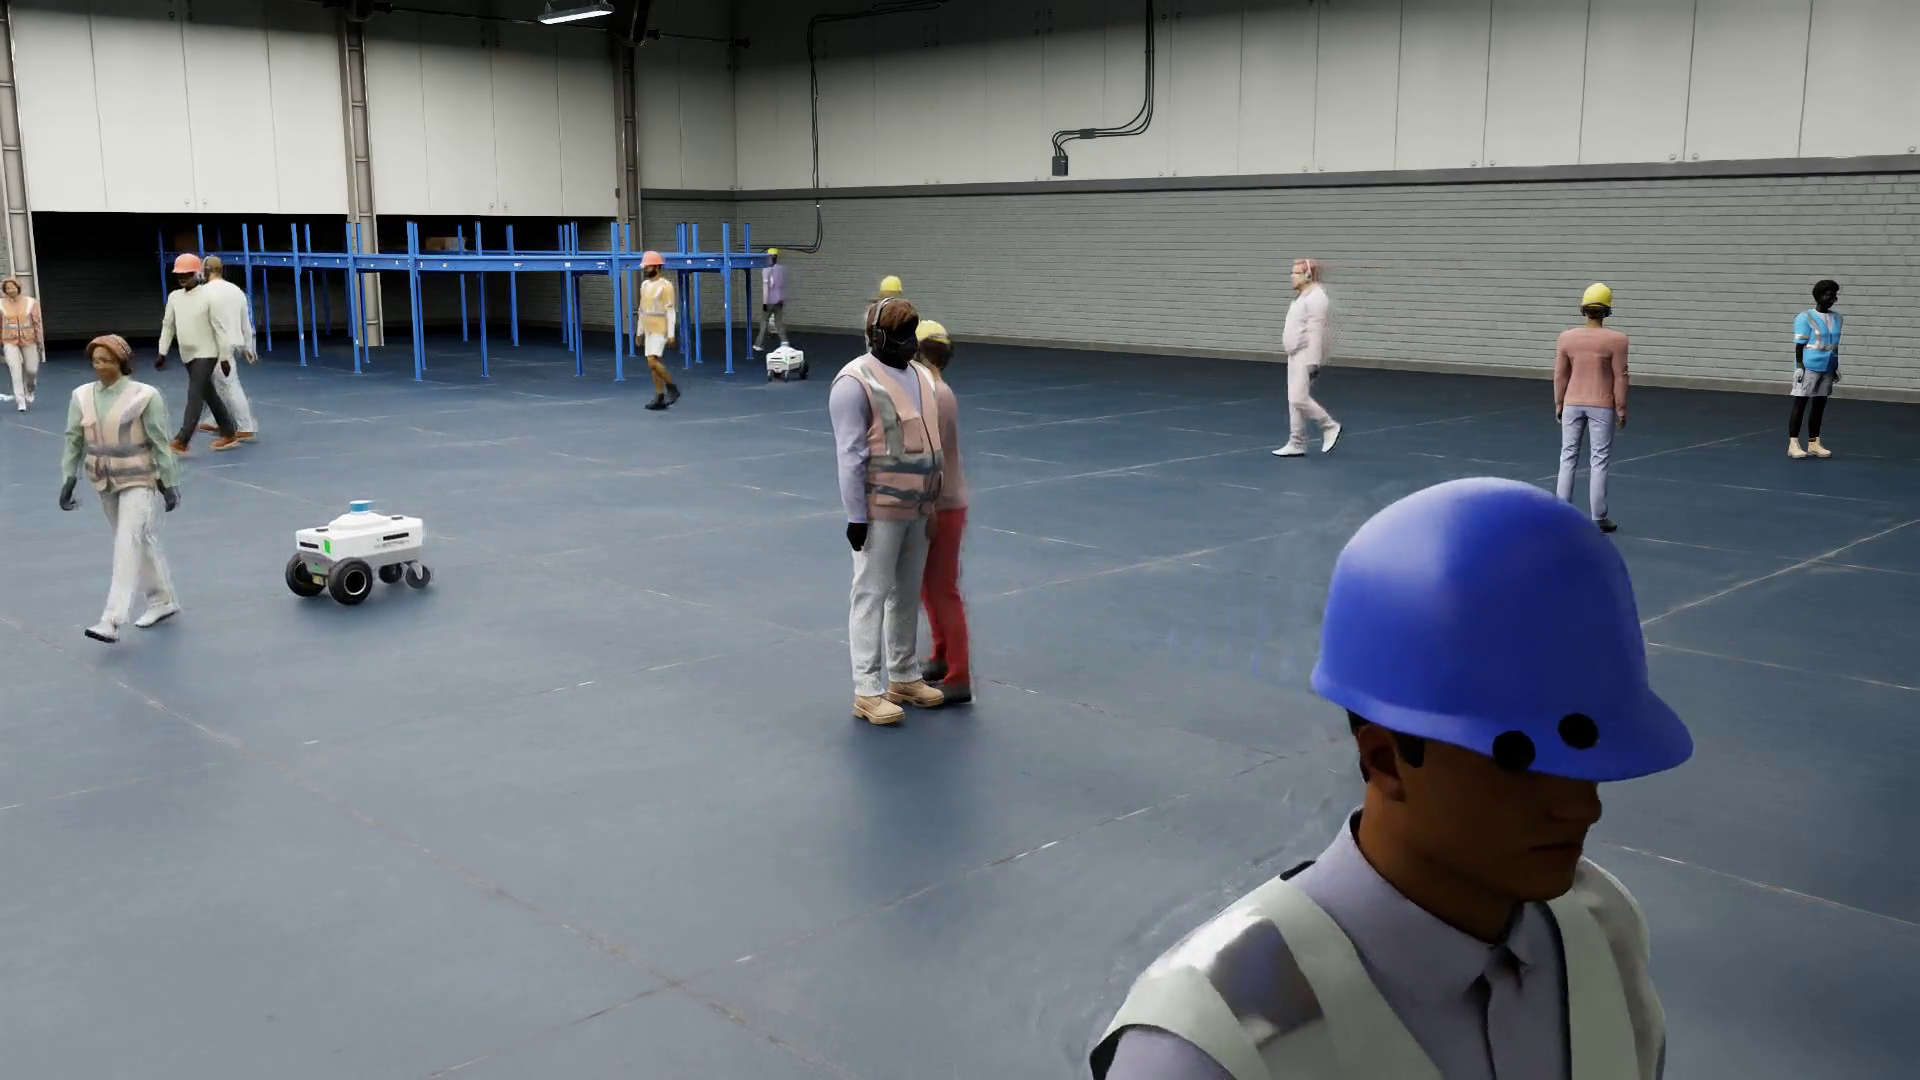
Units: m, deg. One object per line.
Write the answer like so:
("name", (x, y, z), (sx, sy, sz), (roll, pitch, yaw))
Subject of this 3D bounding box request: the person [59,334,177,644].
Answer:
("person", (-4.433, -0.270, 8.726), (0.538, 1.592, 0.881), (3, 11, 14))

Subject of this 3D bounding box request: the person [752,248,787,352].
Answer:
("person", (-3.441, -4.338, 30.149), (0.813, 1.866, 0.663), (7, 13, 35))

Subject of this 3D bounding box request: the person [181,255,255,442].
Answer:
("person", (-7.687, -1.967, 17.145), (0.961, 1.891, 0.643), (3, 11, 15))

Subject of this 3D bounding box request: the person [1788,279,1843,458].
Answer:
("person", (8.174, -1.632, 15.871), (0.532, 1.695, 0.319), (-3, 11, -18))

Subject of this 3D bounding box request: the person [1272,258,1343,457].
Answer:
("person", (3.315, -1.729, 15.854), (0.543, 1.893, 0.666), (-1, 10, -6))

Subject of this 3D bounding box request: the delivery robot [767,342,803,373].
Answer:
("delivery robot", (-2.574, -2.668, 24.489), (0.477, 0.478, 0.707), (3, 11, 15))

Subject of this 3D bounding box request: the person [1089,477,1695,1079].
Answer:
("person", (0.366, 0.900, 1.414), (0.614, 1.932, 0.451), (-6, 12, -29))

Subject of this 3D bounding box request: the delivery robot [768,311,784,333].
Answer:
("delivery robot", (-3.930, -4.578, 34.897), (0.477, 0.478, 0.707), (-3, 11, -17))

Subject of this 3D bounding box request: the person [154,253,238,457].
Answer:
("person", (-7.432, -1.795, 16.119), (0.621, 1.931, 1.071), (5, 11, 24))

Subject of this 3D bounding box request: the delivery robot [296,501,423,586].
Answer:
("delivery robot", (-3.560, 0.009, 9.893), (0.477, 0.478, 0.707), (7, 13, 34))

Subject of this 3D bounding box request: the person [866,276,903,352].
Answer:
("person", (-0.676, -1.747, 16.464), (0.503, 1.696, 0.884), (5, 11, 25))

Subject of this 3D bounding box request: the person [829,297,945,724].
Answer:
("person", (-0.288, -0.139, 7.327), (0.429, 1.843, 0.633), (7, 12, 33))

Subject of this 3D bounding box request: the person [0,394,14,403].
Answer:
("person", (-12.094, -2.542, 20.498), (0.482, 1.823, 0.880), (8, 13, 38))

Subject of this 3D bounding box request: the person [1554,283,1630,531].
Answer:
("person", (4.534, -0.952, 11.960), (0.533, 1.772, 0.298), (9, 14, 41))

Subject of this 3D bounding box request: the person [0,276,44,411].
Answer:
("person", (-11.456, -2.400, 20.247), (0.518, 1.620, 0.541), (-7, 12, -32))

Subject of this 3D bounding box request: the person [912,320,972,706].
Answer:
("person", (-0.107, -0.138, 7.644), (0.331, 1.722, 0.574), (0, 10, -3))

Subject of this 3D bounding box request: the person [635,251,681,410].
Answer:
("person", (-3.727, -2.549, 20.246), (0.405, 1.920, 0.553), (-9, 14, -41))
